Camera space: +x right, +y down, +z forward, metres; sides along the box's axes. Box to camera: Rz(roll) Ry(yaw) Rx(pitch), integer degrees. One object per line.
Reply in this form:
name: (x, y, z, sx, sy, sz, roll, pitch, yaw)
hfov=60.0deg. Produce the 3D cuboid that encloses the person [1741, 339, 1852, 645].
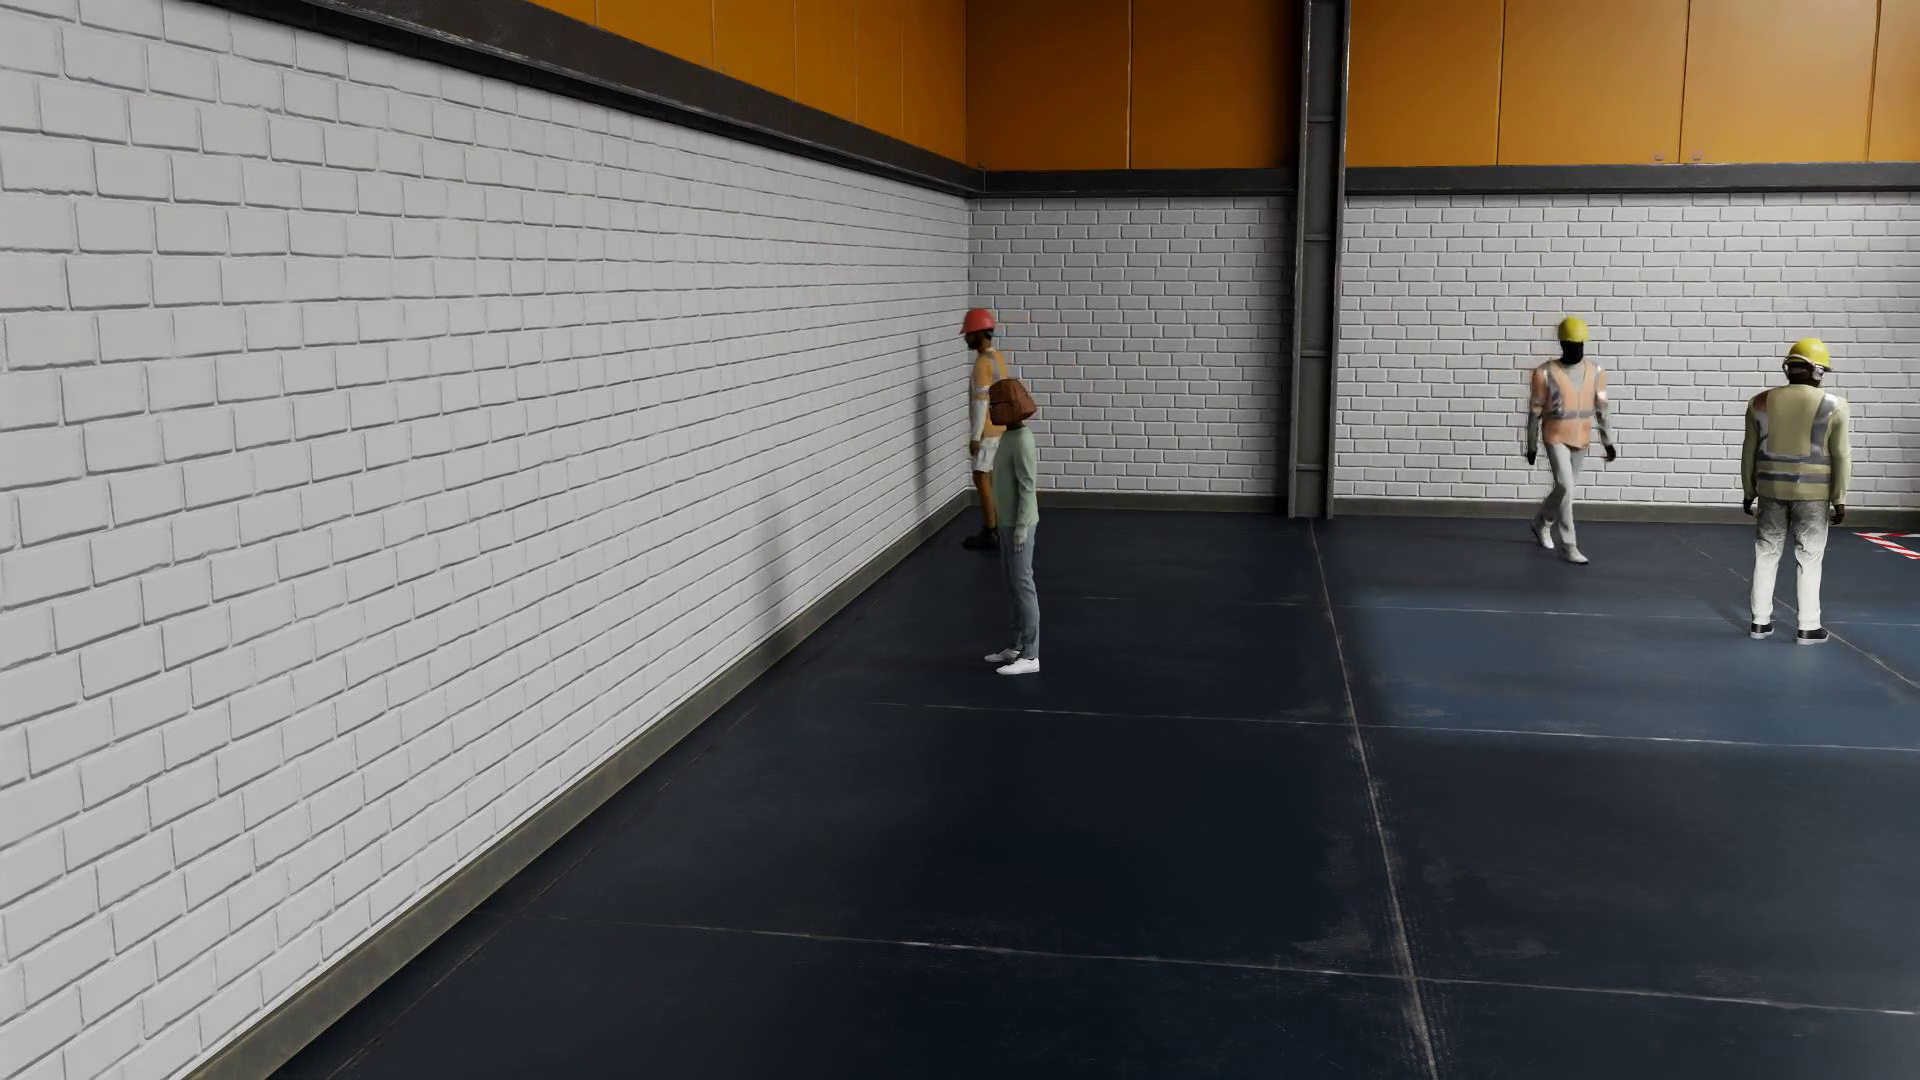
person: (5.004, -0.290, 9.966, 0.600, 1.818, 0.403, 8, 12, 42)

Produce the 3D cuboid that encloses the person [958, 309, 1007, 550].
person: (0.183, -0.882, 13.337, 0.427, 1.918, 0.559, 2, 9, 14)

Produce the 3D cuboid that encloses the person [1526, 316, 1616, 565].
person: (4.690, -0.803, 12.966, 0.582, 1.890, 0.955, -2, 9, -13)

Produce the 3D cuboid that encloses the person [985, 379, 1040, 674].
person: (0.290, -0.075, 9.209, 0.276, 1.631, 0.507, -2, 9, -10)
